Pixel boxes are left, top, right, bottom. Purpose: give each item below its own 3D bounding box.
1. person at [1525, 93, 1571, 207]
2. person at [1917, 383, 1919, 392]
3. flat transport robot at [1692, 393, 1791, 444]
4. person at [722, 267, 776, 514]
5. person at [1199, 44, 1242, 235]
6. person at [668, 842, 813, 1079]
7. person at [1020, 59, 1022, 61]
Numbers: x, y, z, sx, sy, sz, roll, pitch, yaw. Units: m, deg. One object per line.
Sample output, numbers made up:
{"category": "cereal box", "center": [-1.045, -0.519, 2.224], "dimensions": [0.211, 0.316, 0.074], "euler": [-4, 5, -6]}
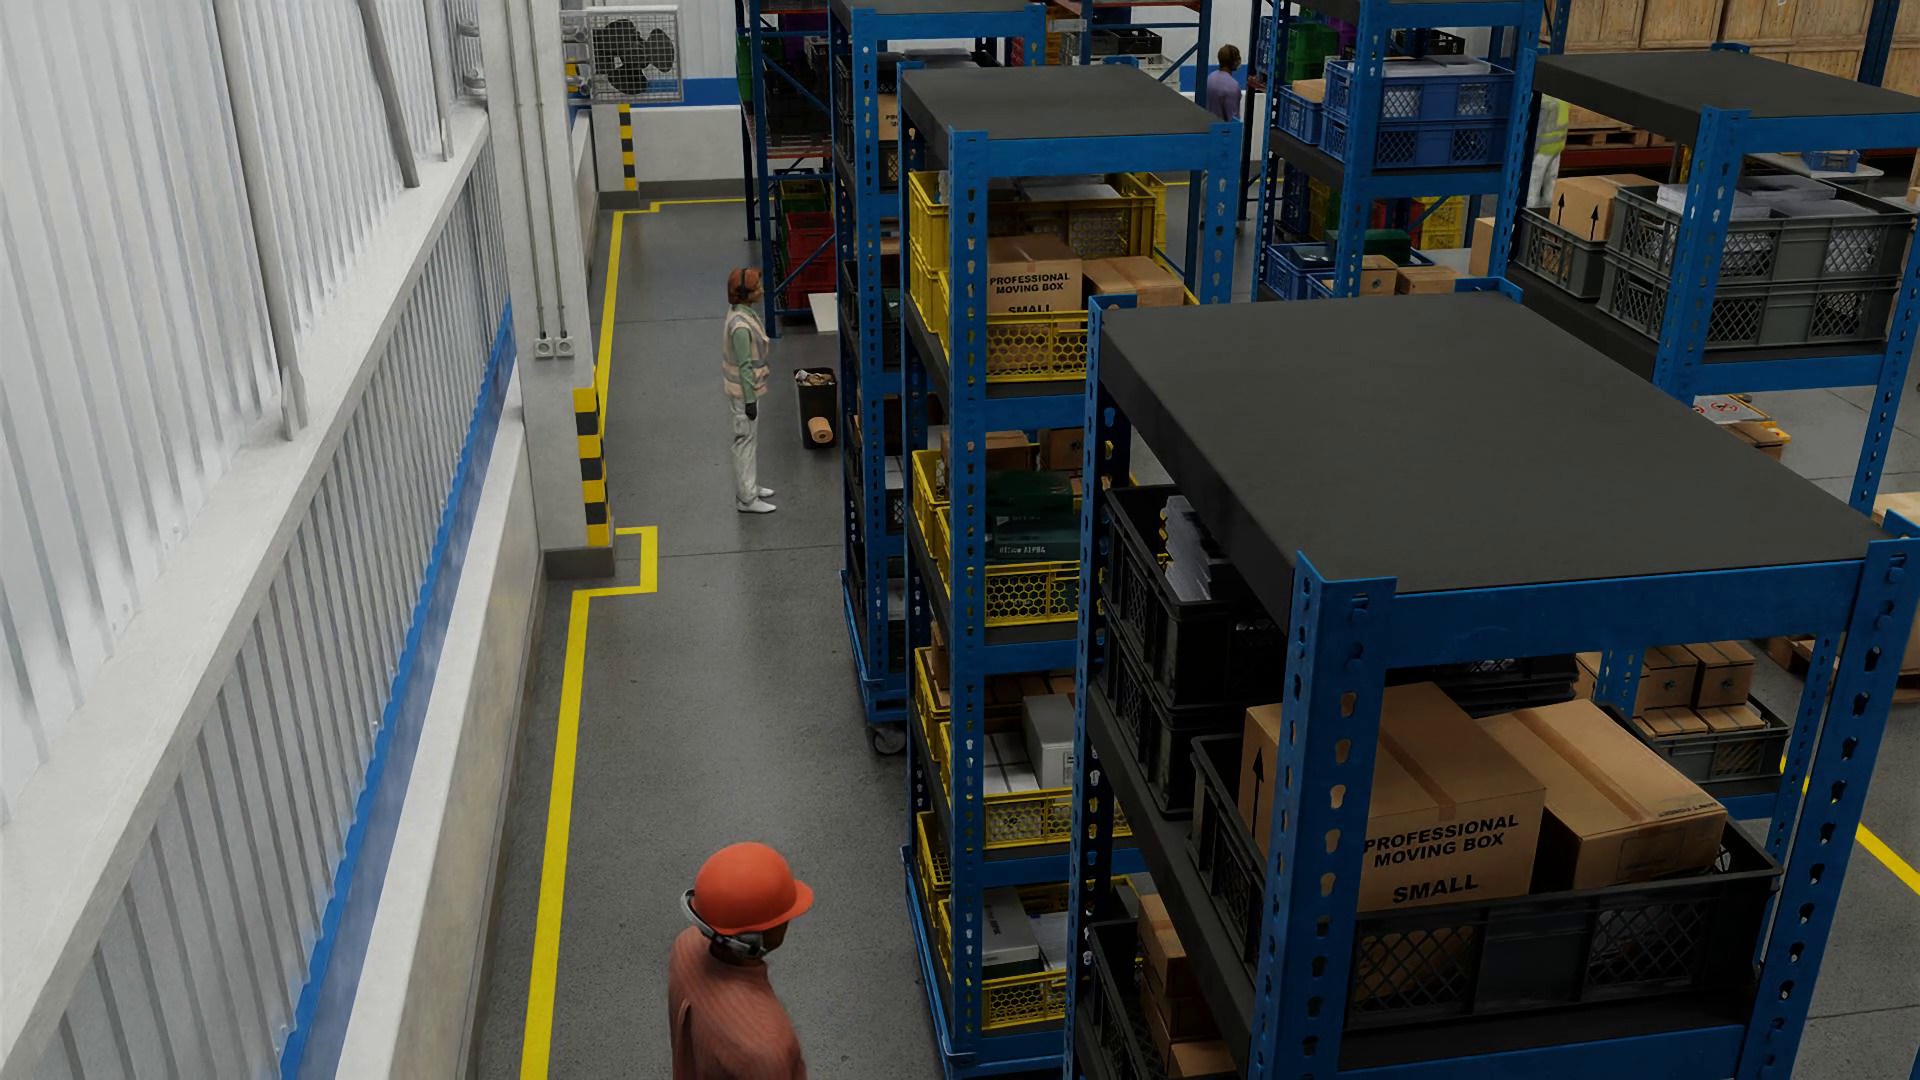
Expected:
{"category": "person", "center": [6.057, -4.081, 17.289], "dimensions": [0.429, 1.838, 0.638], "euler": [21, 32, 38]}
{"category": "person", "center": [7.751, -1.967, 12.687], "dimensions": [0.603, 1.830, 0.404], "euler": [1, 25, 2]}
{"category": "flat transport robot", "center": [5.224, -0.859, 12.132], "dimensions": [1.431, 0.197, 0.652], "euler": [-4, 25, -8]}
{"category": "person", "center": [-1.375, -0.966, 10.749], "dimensions": [0.312, 1.633, 0.519], "euler": [-2, 25, -5]}
{"category": "person", "center": [2.734, -4.178, 17.367], "dimensions": [0.372, 1.940, 0.627], "euler": [-8, 26, -17]}
{"category": "person", "center": [-0.567, 1.682, 4.562], "dimensions": [0.395, 1.993, 0.616], "euler": [-13, 28, -27]}
{"category": "person", "center": [0.640, -4.732, 18.635], "dimensions": [0.337, 1.882, 0.585], "euler": [8, 26, 18]}
